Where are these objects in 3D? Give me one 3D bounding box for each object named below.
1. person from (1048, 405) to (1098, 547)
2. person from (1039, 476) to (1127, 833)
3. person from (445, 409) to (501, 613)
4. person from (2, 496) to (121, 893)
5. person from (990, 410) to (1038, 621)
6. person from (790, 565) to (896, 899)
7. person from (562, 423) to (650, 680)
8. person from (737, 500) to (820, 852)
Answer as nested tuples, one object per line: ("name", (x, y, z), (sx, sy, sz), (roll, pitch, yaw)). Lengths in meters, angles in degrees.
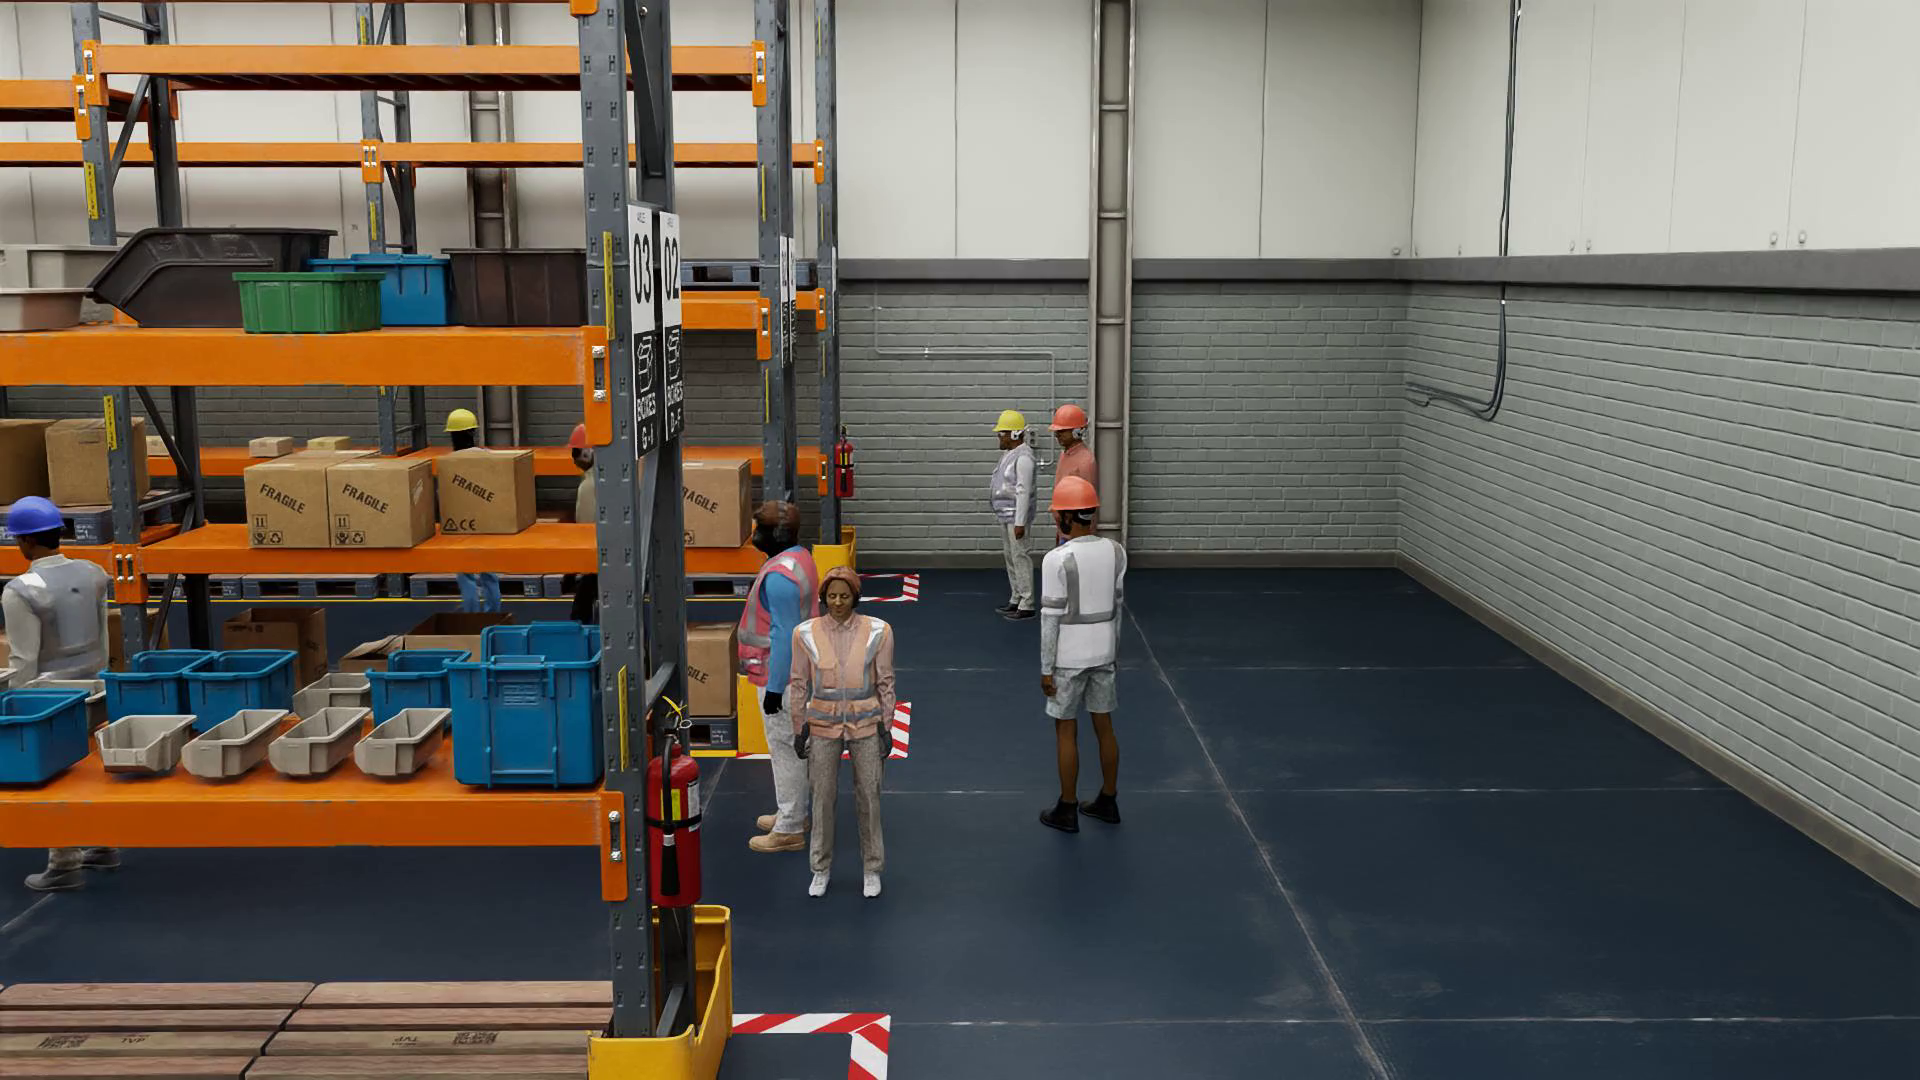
("person", (0.877, -0.069, 13.029), (0.406, 1.986, 0.612), (-2, 10, -14))
("person", (0.636, 0.615, 9.005), (0.547, 1.929, 0.387), (-6, 11, -33))
("person", (-3.941, -0.099, 13.425), (0.399, 1.918, 0.588), (5, 11, 28))
("person", (-4.405, 0.748, 8.130), (0.397, 1.946, 0.604), (2, 10, 14))
("person", (0.460, -0.214, 14.421), (0.404, 1.821, 0.593), (-2, 10, -13))
("person", (-0.562, 0.924, 8.020), (0.508, 1.629, 0.318), (0, 9, -2))
("person", (-2.643, 0.140, 11.870), (1.012, 1.937, 0.644), (0, 9, 2))
("person", (-0.947, 0.702, 8.725), (0.429, 1.842, 0.635), (0, 9, 2))
